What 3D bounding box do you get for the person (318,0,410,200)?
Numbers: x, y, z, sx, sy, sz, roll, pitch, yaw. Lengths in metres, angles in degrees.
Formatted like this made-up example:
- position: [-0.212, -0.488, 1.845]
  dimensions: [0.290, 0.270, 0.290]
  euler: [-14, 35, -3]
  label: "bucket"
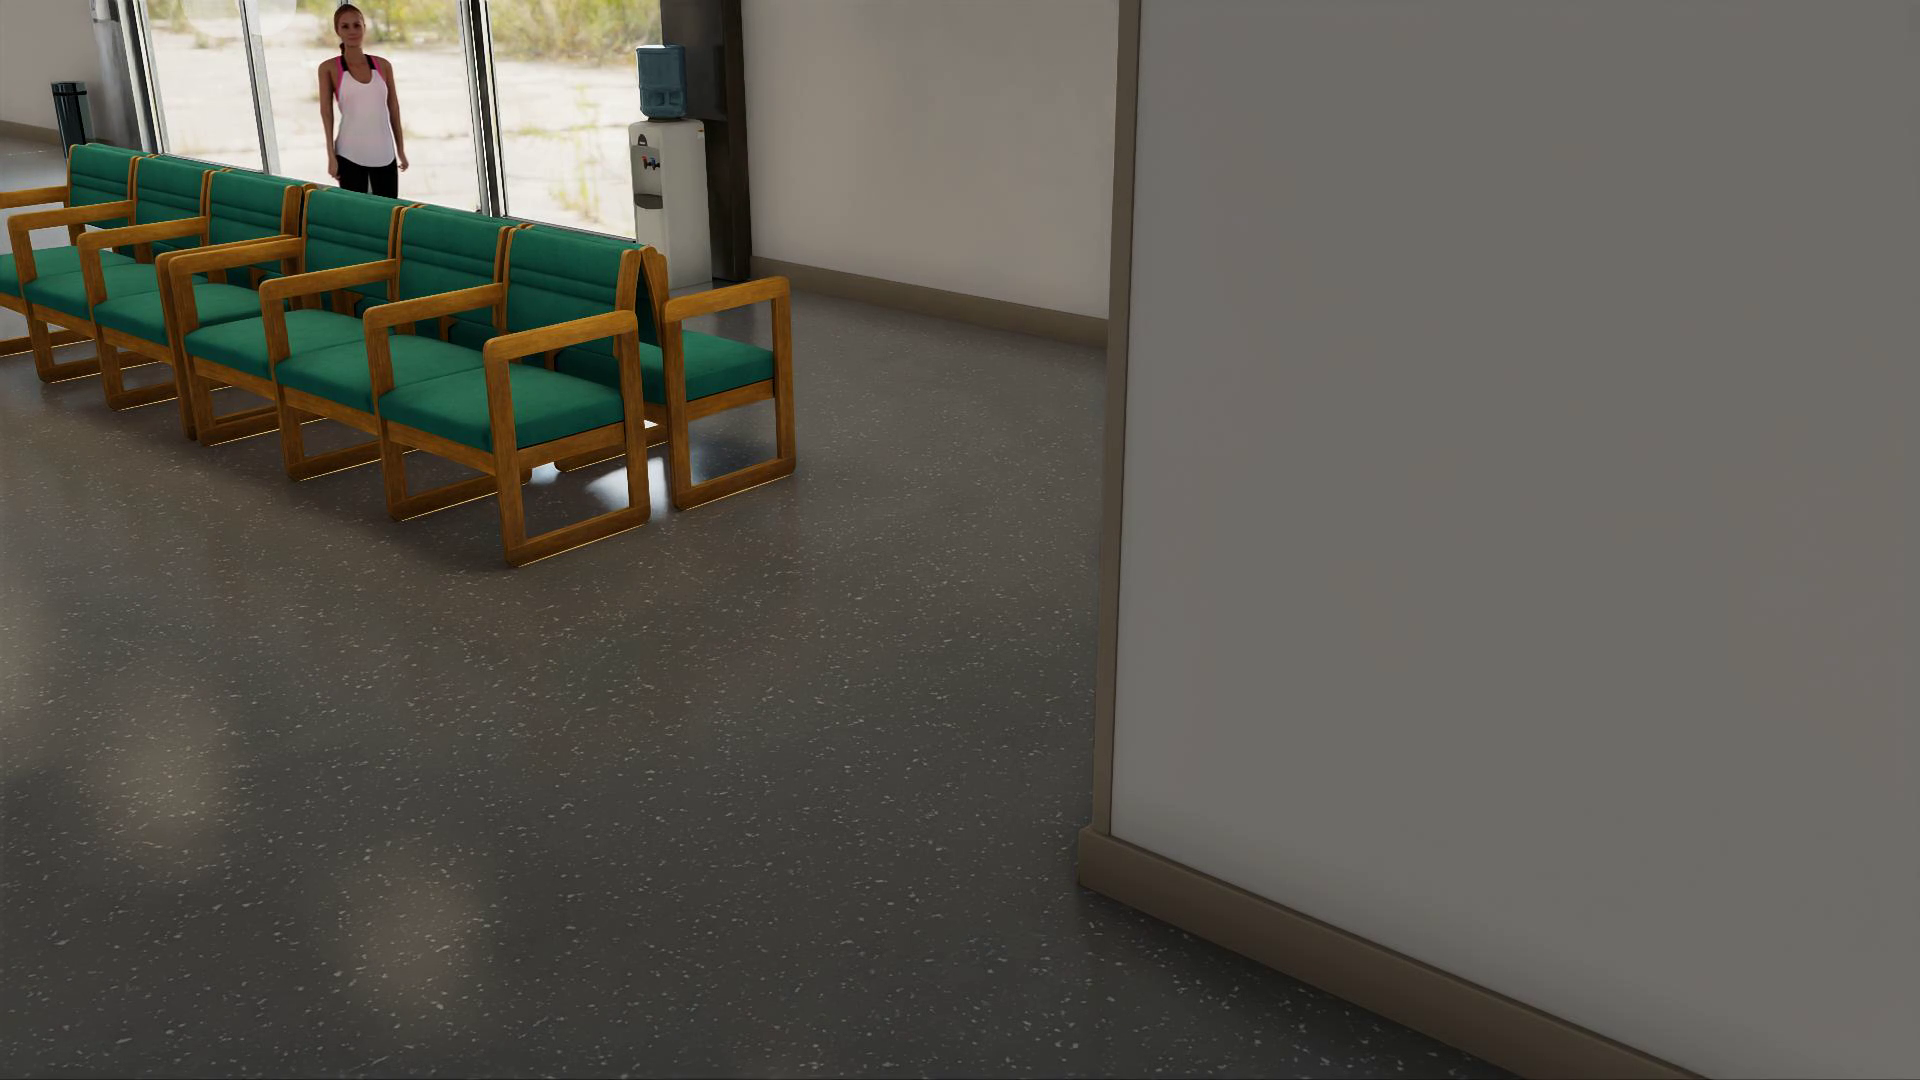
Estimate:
- position: [-3.487, -2.218, 9.779]
  dimensions: [0.560, 1.787, 0.730]
  euler: [-13, 24, -31]
  label: "person"
